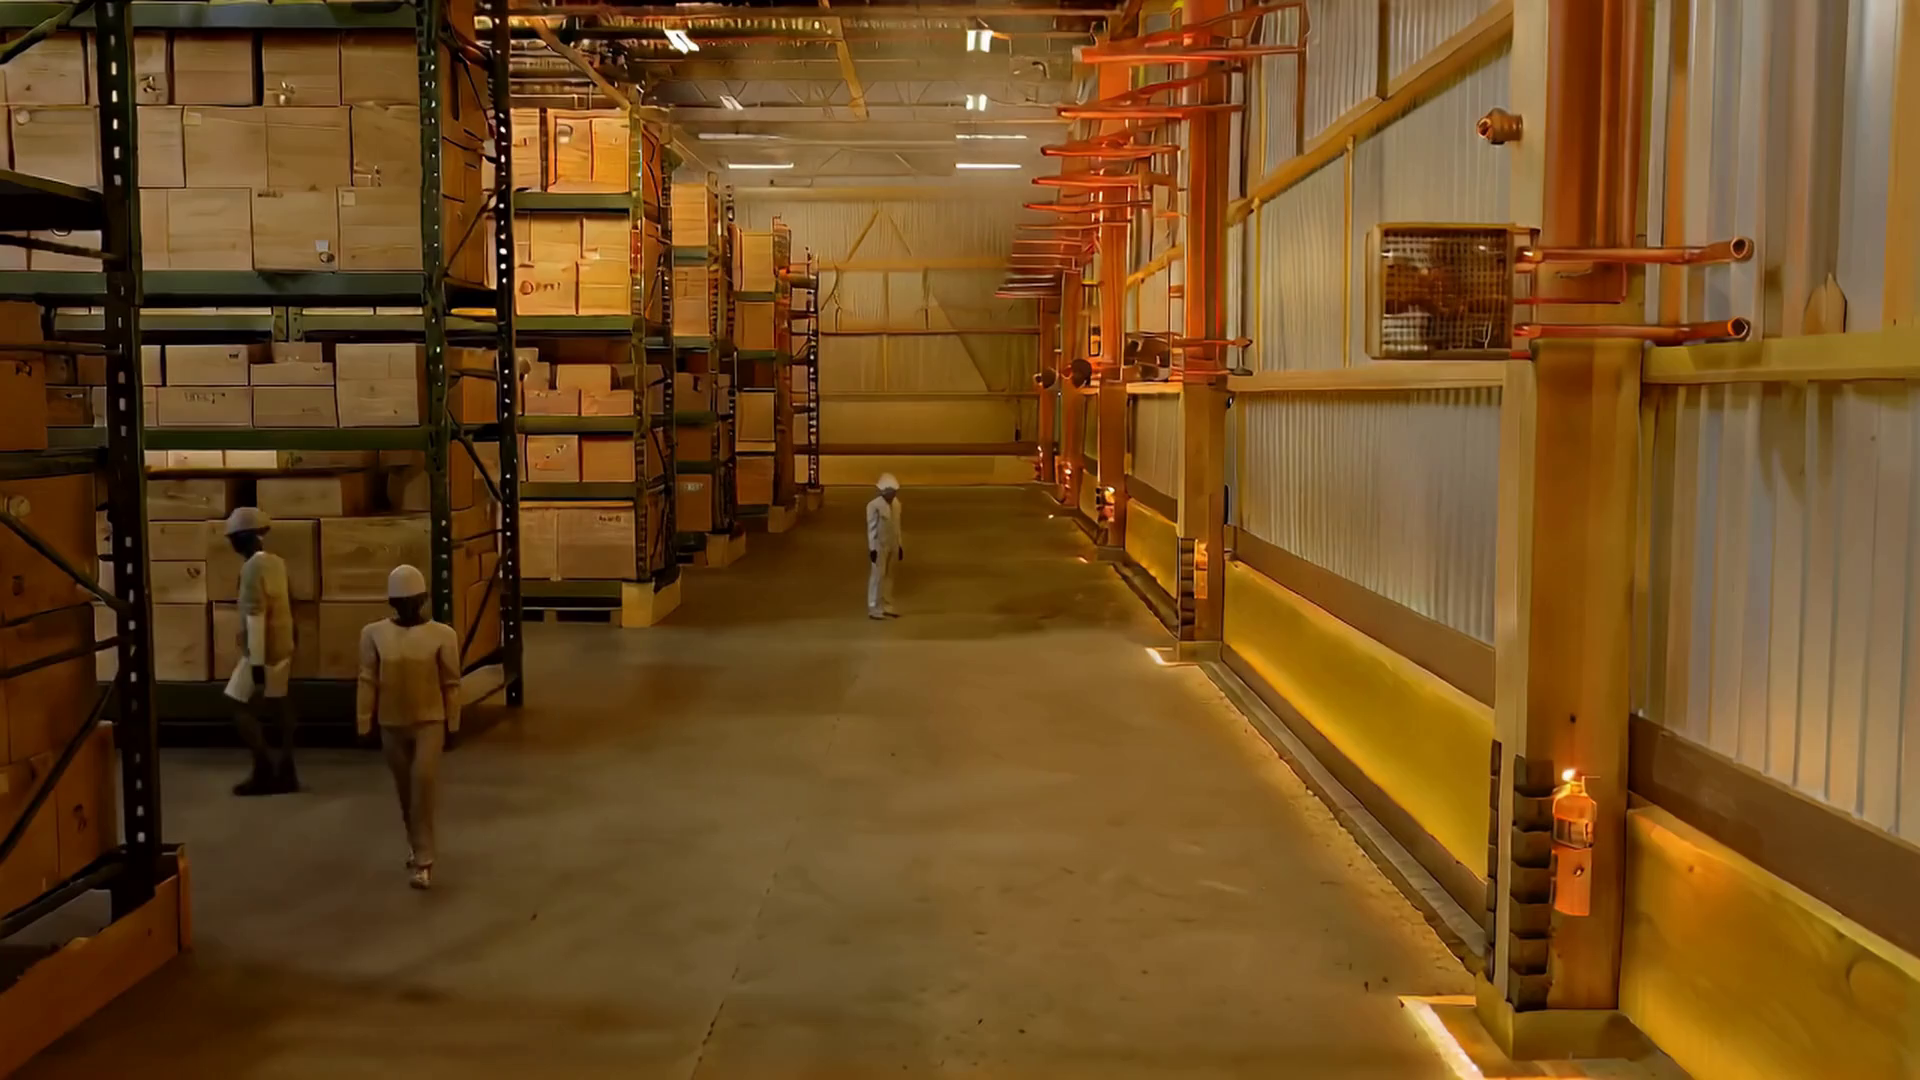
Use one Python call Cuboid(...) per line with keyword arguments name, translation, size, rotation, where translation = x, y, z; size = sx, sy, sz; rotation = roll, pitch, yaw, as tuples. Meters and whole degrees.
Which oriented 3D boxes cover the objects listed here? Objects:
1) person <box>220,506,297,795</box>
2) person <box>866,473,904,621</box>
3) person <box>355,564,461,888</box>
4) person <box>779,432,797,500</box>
Cuboid(name="person", translation=(-4.611, 0.731, 10.963), size=(0.498, 1.906, 0.561), rotation=(0, 5, 3))
Cuboid(name="person", translation=(-0.853, 0.077, 19.583), size=(0.351, 1.742, 0.566), rotation=(4, 7, 41))
Cuboid(name="person", translation=(-2.977, 0.996, 8.957), size=(0.526, 1.721, 0.904), rotation=(0, 5, -5))
Cuboid(name="person", translation=(-3.943, -1.521, 37.265), size=(0.401, 1.904, 0.650), rotation=(4, 6, 38))
